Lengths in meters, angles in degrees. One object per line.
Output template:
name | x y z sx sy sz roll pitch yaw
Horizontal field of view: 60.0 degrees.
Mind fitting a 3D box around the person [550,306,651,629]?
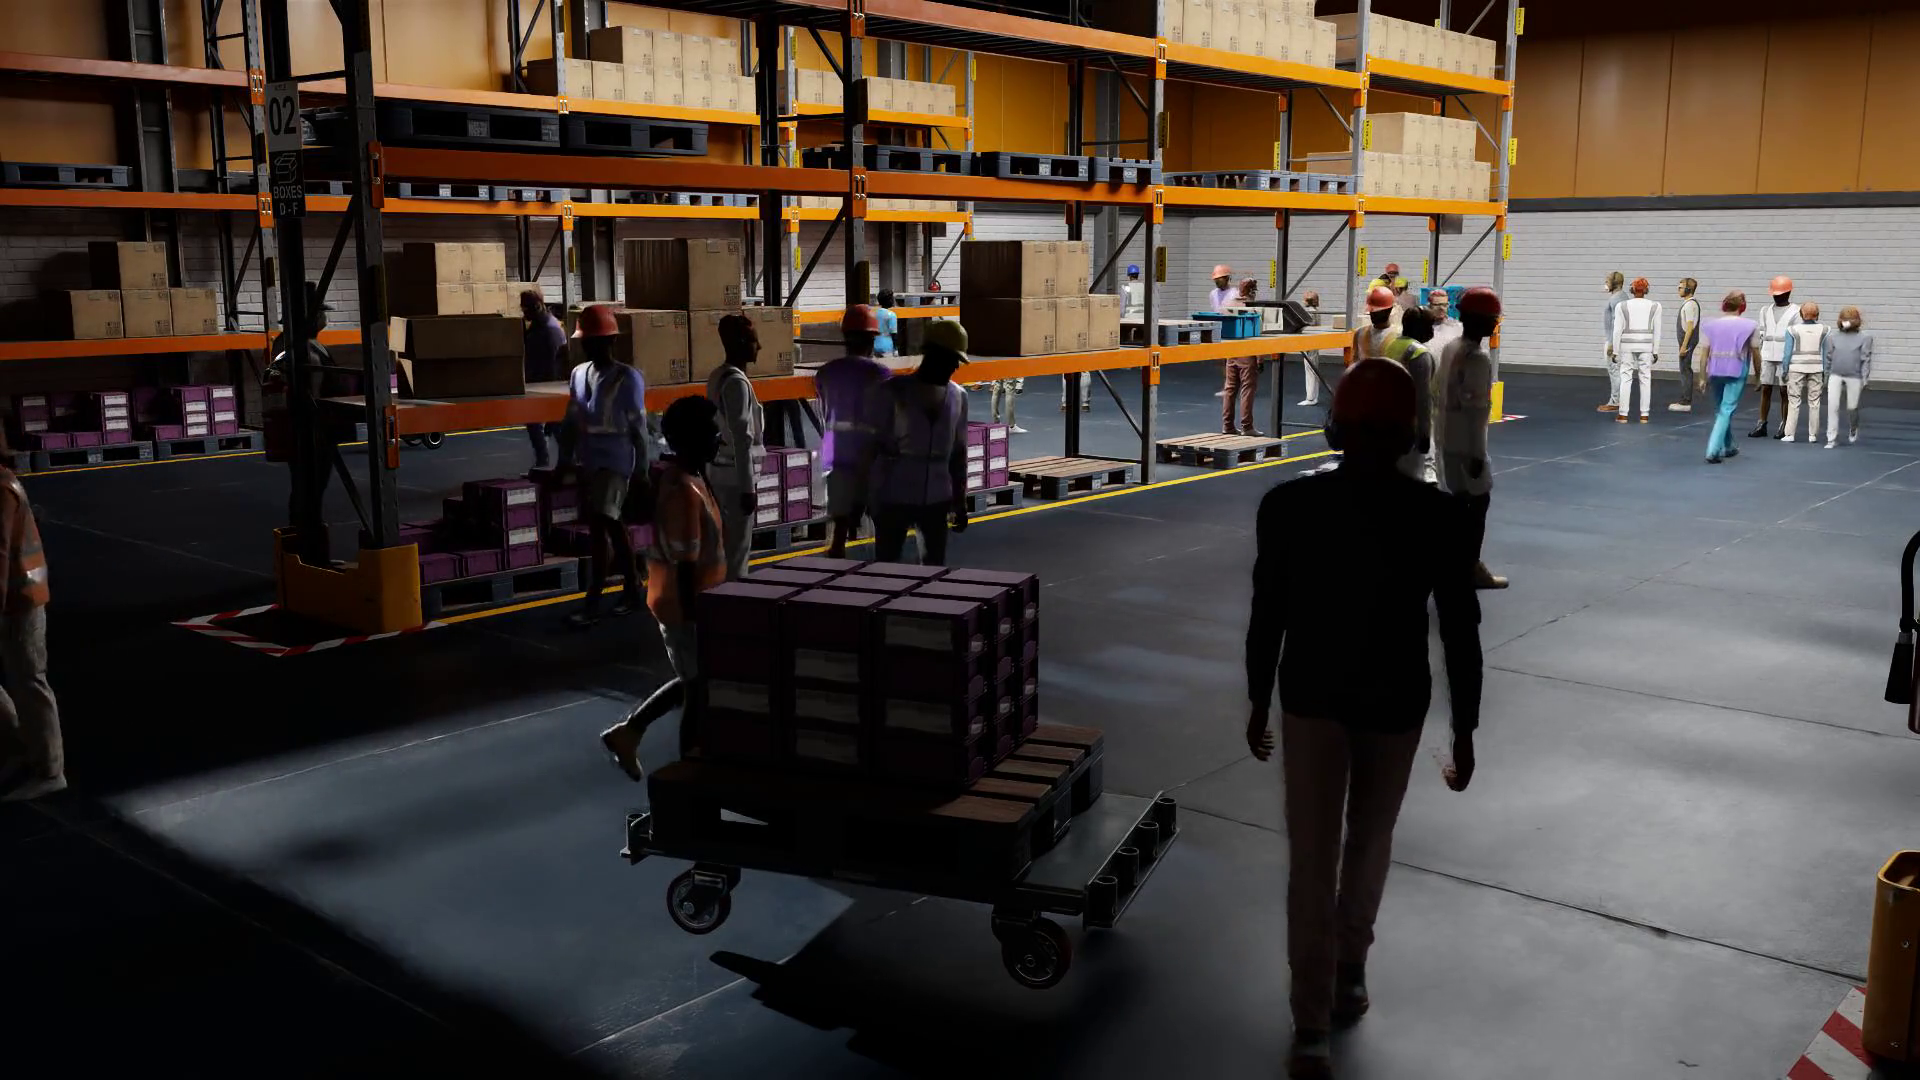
person | -2.212 -0.431 9.954 0.555 1.903 0.865 8 13 40

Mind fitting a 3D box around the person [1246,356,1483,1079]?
person | 1.109 0.483 4.580 0.638 1.950 0.995 2 10 9

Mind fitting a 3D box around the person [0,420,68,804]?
person | -3.882 0.276 6.732 0.395 1.626 0.532 -9 13 -42

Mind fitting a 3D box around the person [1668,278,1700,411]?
person | 10.073 -2.709 23.088 0.329 1.844 0.515 5 11 27

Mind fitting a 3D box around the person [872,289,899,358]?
person | -1.038 -2.630 23.050 0.317 1.698 0.540 -9 13 -41

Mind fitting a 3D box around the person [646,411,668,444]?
person | -3.535 -1.977 19.215 0.492 1.740 0.325 6 12 32

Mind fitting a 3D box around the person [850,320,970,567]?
person | -0.291 -0.230 8.899 0.761 1.878 0.405 -5 11 -27

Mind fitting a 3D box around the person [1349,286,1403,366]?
person | 3.584 -1.206 14.299 0.542 1.928 0.374 7 12 34

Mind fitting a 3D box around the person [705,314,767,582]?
person | -1.278 -0.342 9.501 0.337 1.882 0.584 -4 11 -20

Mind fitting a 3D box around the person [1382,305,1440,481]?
person | 3.379 -0.838 12.492 0.430 1.835 0.621 -2 10 -10

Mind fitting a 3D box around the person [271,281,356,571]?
person | -4.392 -0.746 11.355 0.536 2.000 0.688 -3 10 -15

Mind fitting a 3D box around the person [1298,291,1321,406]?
person | 5.031 -2.744 23.879 0.308 1.636 0.523 4 11 23

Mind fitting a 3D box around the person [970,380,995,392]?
person | 0.415 -3.290 26.130 0.636 1.936 0.354 4 11 24

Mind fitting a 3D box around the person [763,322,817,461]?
person | -1.779 -1.517 17.045 0.506 1.586 0.833 5 11 26

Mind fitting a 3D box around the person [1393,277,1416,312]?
person | 7.841 -3.760 29.332 0.557 1.741 0.420 -5 11 -29

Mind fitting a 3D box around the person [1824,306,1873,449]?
person | 10.043 -1.842 18.828 0.504 1.607 0.639 8 13 39

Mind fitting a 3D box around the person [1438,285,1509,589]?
person | 3.271 -0.664 10.957 0.701 2.022 0.624 -1 10 -5

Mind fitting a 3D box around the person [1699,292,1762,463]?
person | 8.150 -1.723 17.633 0.988 1.792 0.566 -9 13 -42

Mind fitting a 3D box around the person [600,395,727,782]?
person | -1.159 0.262 6.631 0.499 1.687 0.538 -1 10 -8

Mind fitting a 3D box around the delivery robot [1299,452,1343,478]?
delivery robot | 3.149 -0.484 13.824 0.707 0.478 0.477 -7 12 -36

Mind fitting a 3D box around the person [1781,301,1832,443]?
person | 9.801 -1.939 19.278 0.511 1.644 0.307 2 10 13

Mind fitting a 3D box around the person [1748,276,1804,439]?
person | 9.674 -2.152 19.686 0.387 1.924 0.549 -8 13 -39

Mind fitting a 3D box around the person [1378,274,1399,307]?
person | 6.252 -3.000 24.660 0.514 1.876 0.328 0 10 0

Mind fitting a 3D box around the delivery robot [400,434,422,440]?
delivery robot | -6.228 -1.325 18.614 0.477 0.478 0.707 9 13 41

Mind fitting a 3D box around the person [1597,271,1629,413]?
person | 9.016 -2.722 22.902 0.352 1.936 0.635 5 11 26

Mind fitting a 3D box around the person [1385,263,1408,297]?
person | 7.848 -4.047 30.341 0.623 1.971 0.759 2 10 9

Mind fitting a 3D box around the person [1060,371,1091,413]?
person | 1.585 -2.707 22.815 0.631 1.940 0.372 -1 10 -5

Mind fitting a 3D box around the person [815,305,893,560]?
person | -0.590 -0.493 10.289 0.538 1.901 0.856 4 11 20

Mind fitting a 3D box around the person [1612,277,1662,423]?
person | 8.731 -2.446 21.487 0.575 1.883 0.362 3 10 15

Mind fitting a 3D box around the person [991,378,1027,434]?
person | 0.570 -2.223 20.253 0.509 1.872 0.328 10 14 44

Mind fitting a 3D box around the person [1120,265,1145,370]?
person | 3.232 -4.124 30.860 0.603 1.946 0.389 -3 11 -19

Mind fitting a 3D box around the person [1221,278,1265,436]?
person | 3.432 -2.196 20.019 0.403 1.900 0.640 -9 13 -40

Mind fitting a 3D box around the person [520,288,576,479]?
person | -3.940 -1.456 15.880 0.437 1.880 0.673 -7 12 -34

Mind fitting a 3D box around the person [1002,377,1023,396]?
person | 0.771 -3.128 25.546 0.591 1.826 0.404 9 13 41

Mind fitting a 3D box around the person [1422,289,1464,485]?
person | 4.624 -1.514 16.227 0.654 1.870 0.948 0 10 0

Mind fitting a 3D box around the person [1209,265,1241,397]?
person | 4.030 -3.141 25.126 0.586 2.005 0.642 -9 13 -41

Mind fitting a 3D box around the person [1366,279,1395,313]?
person | 5.788 -2.701 23.092 0.404 1.828 0.591 -3 10 -17

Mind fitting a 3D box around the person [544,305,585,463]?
person | -3.096 -0.981 13.382 0.590 1.790 0.887 7 12 34
